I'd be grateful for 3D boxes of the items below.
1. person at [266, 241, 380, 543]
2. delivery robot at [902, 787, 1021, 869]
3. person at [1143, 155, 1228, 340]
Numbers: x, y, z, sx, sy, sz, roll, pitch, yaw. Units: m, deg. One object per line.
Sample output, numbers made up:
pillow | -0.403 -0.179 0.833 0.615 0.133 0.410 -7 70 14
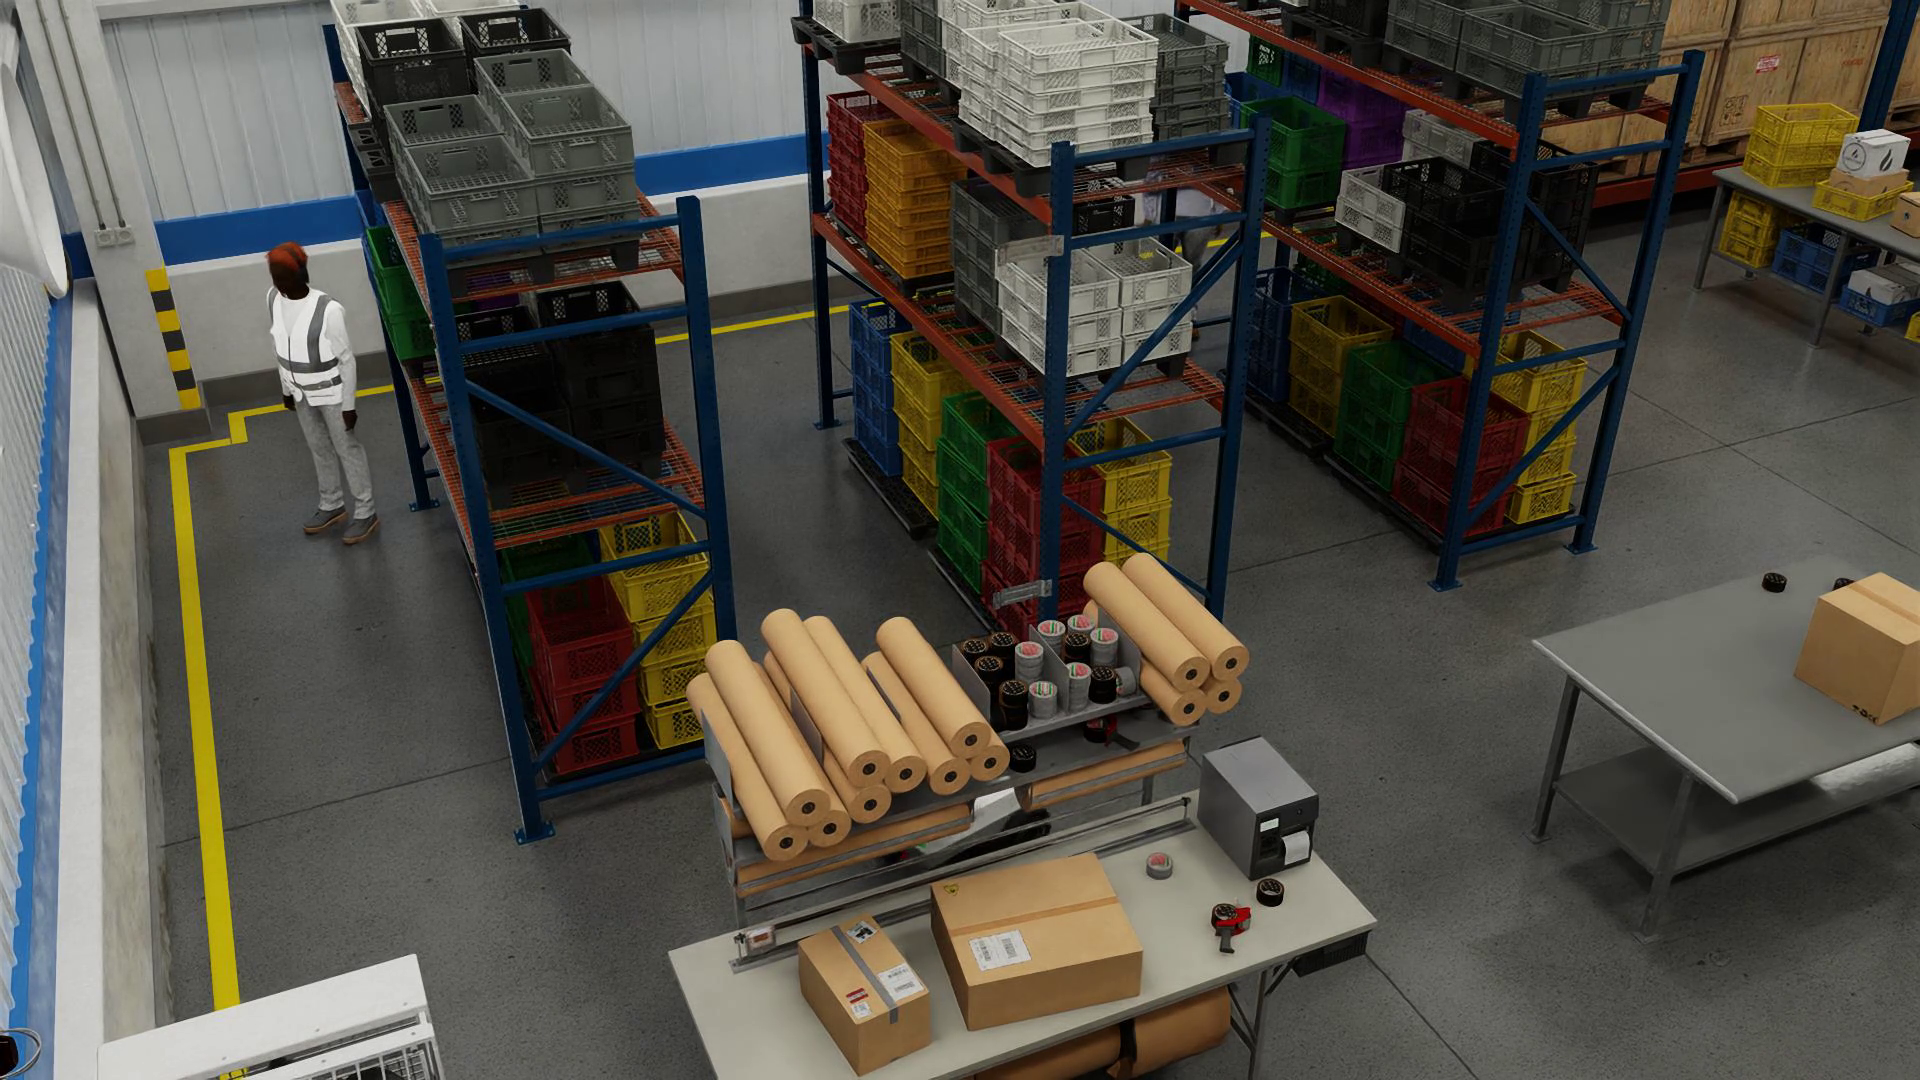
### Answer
person | -3.792 -0.865 9.824 0.572 1.882 0.356 14 34 22
delivery robot | -0.004 1.197 7.646 0.707 0.478 0.477 -22 38 -31
person | 1.654 -2.412 12.282 0.629 1.940 0.378 1 32 2
